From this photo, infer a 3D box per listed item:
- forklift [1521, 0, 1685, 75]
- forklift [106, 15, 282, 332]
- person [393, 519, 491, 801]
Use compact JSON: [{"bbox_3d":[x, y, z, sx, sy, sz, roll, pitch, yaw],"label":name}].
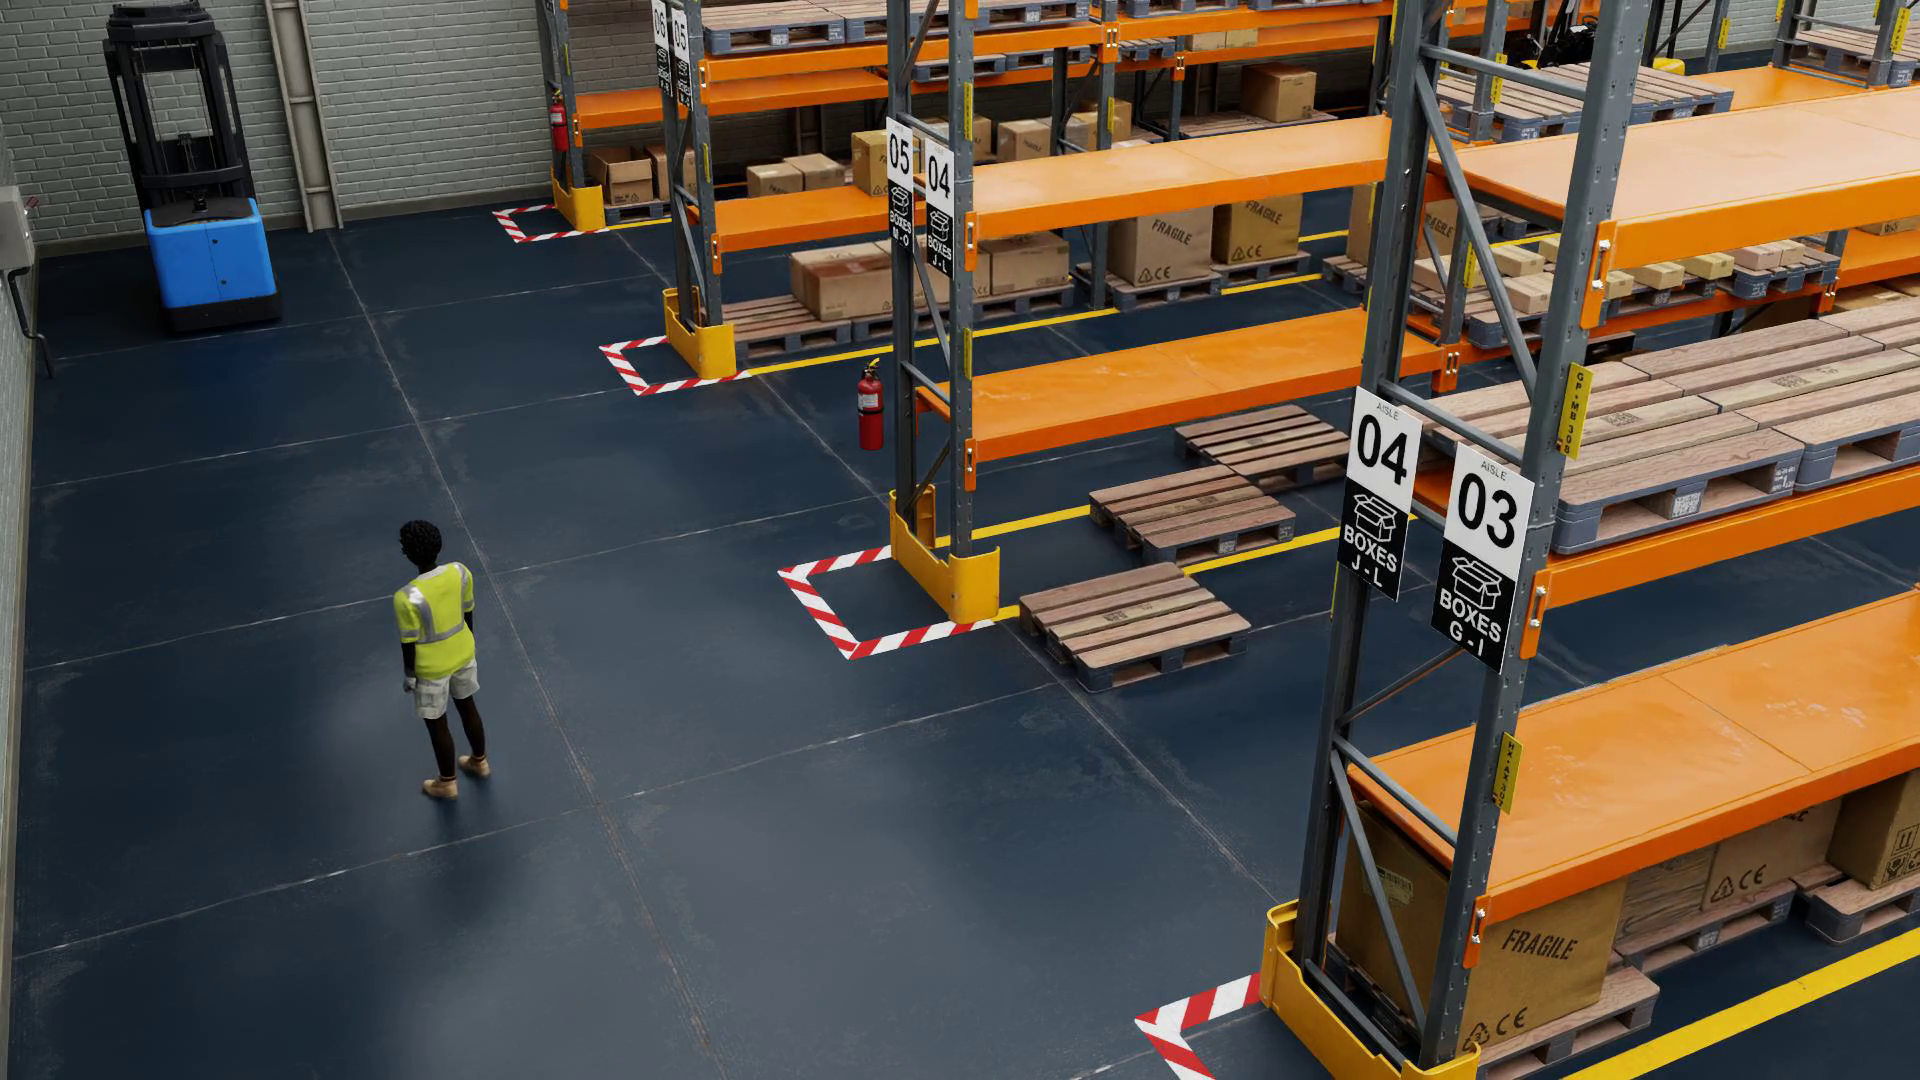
[{"bbox_3d":[8.950,-6.807,23.056,1.214,2.155,2.313,-12,30,-22],"label":"forklift"},{"bbox_3d":[-7.548,-3.672,16.323,1.129,2.768,1.873,-12,30,-22],"label":"forklift"},{"bbox_3d":[-2.892,0.666,9.286,0.319,1.687,0.537,14,31,25],"label":"person"}]
